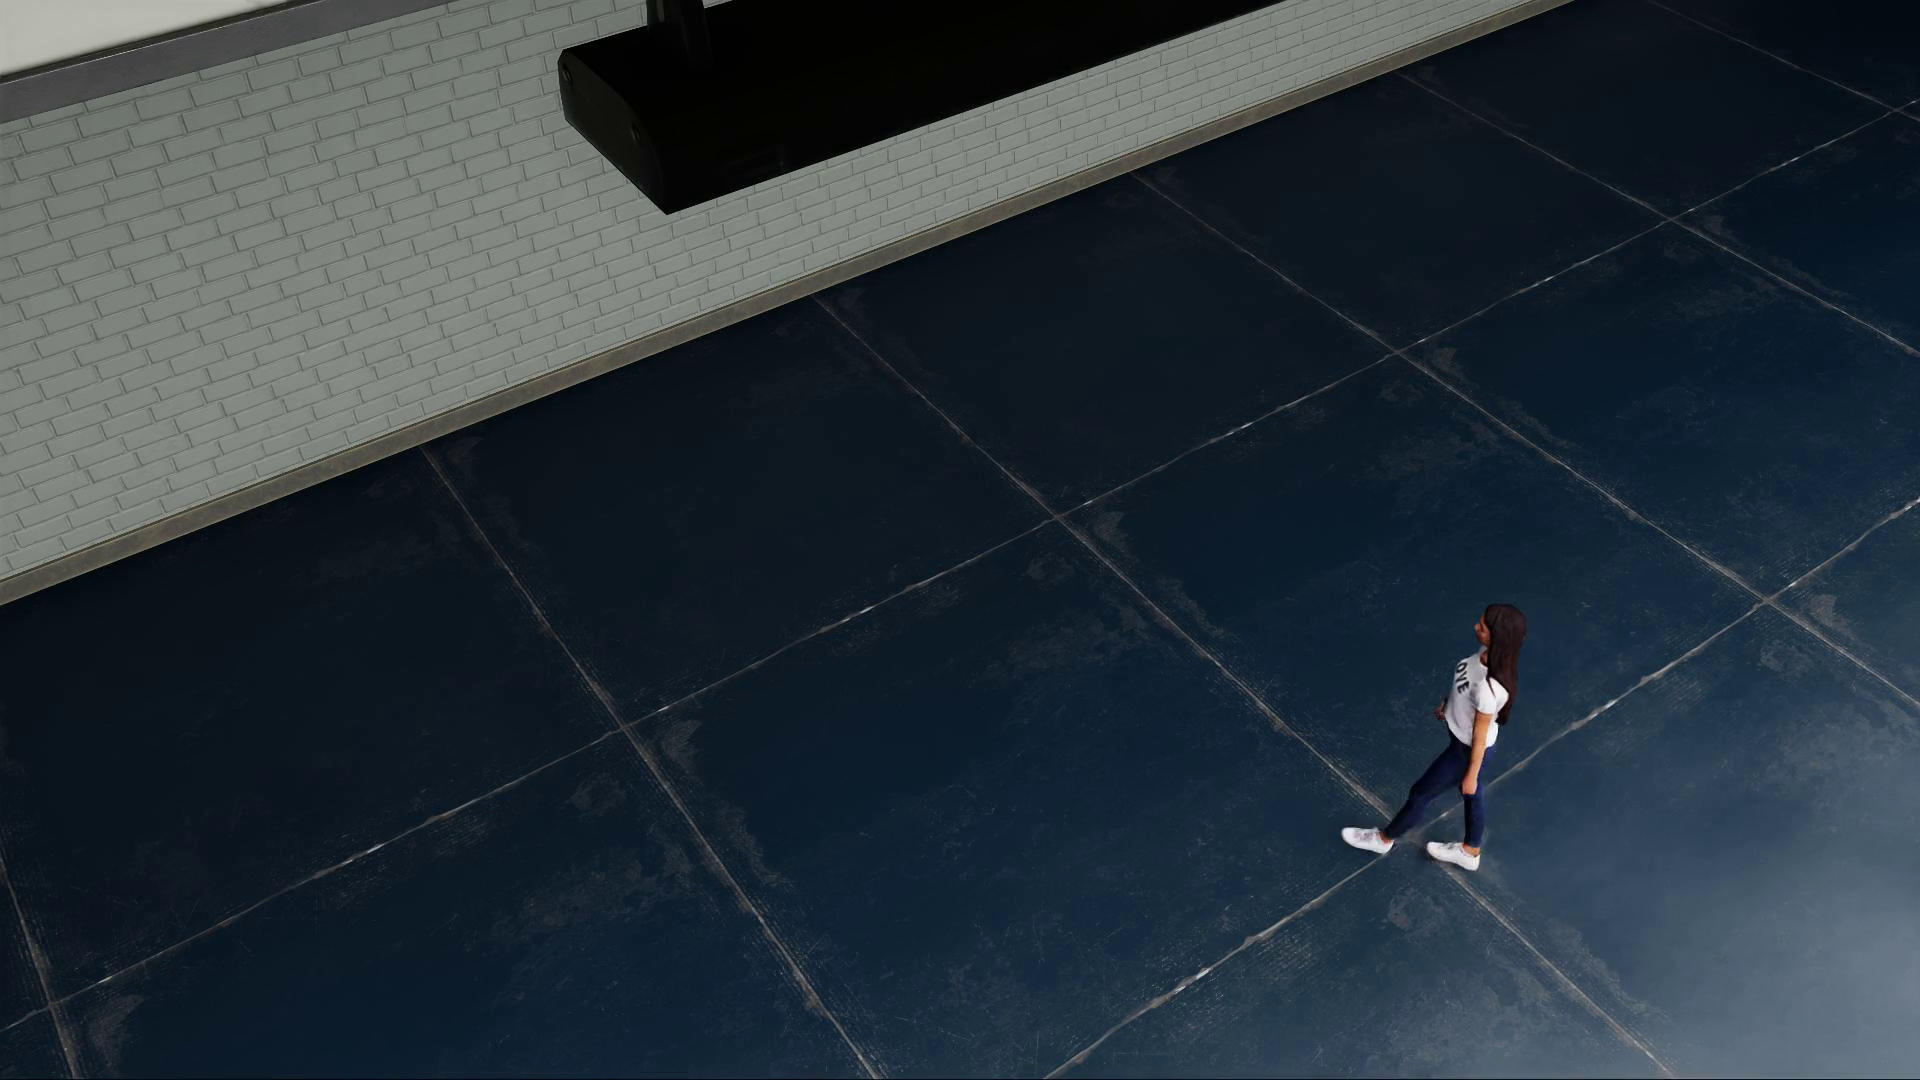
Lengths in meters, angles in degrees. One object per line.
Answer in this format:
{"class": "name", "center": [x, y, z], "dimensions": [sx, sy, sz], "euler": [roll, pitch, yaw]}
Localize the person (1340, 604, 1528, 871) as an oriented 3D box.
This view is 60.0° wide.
{"class": "person", "center": [2.504, 0.996, 7.889], "dimensions": [1.042, 1.753, 0.929], "euler": [14, 45, 14]}
